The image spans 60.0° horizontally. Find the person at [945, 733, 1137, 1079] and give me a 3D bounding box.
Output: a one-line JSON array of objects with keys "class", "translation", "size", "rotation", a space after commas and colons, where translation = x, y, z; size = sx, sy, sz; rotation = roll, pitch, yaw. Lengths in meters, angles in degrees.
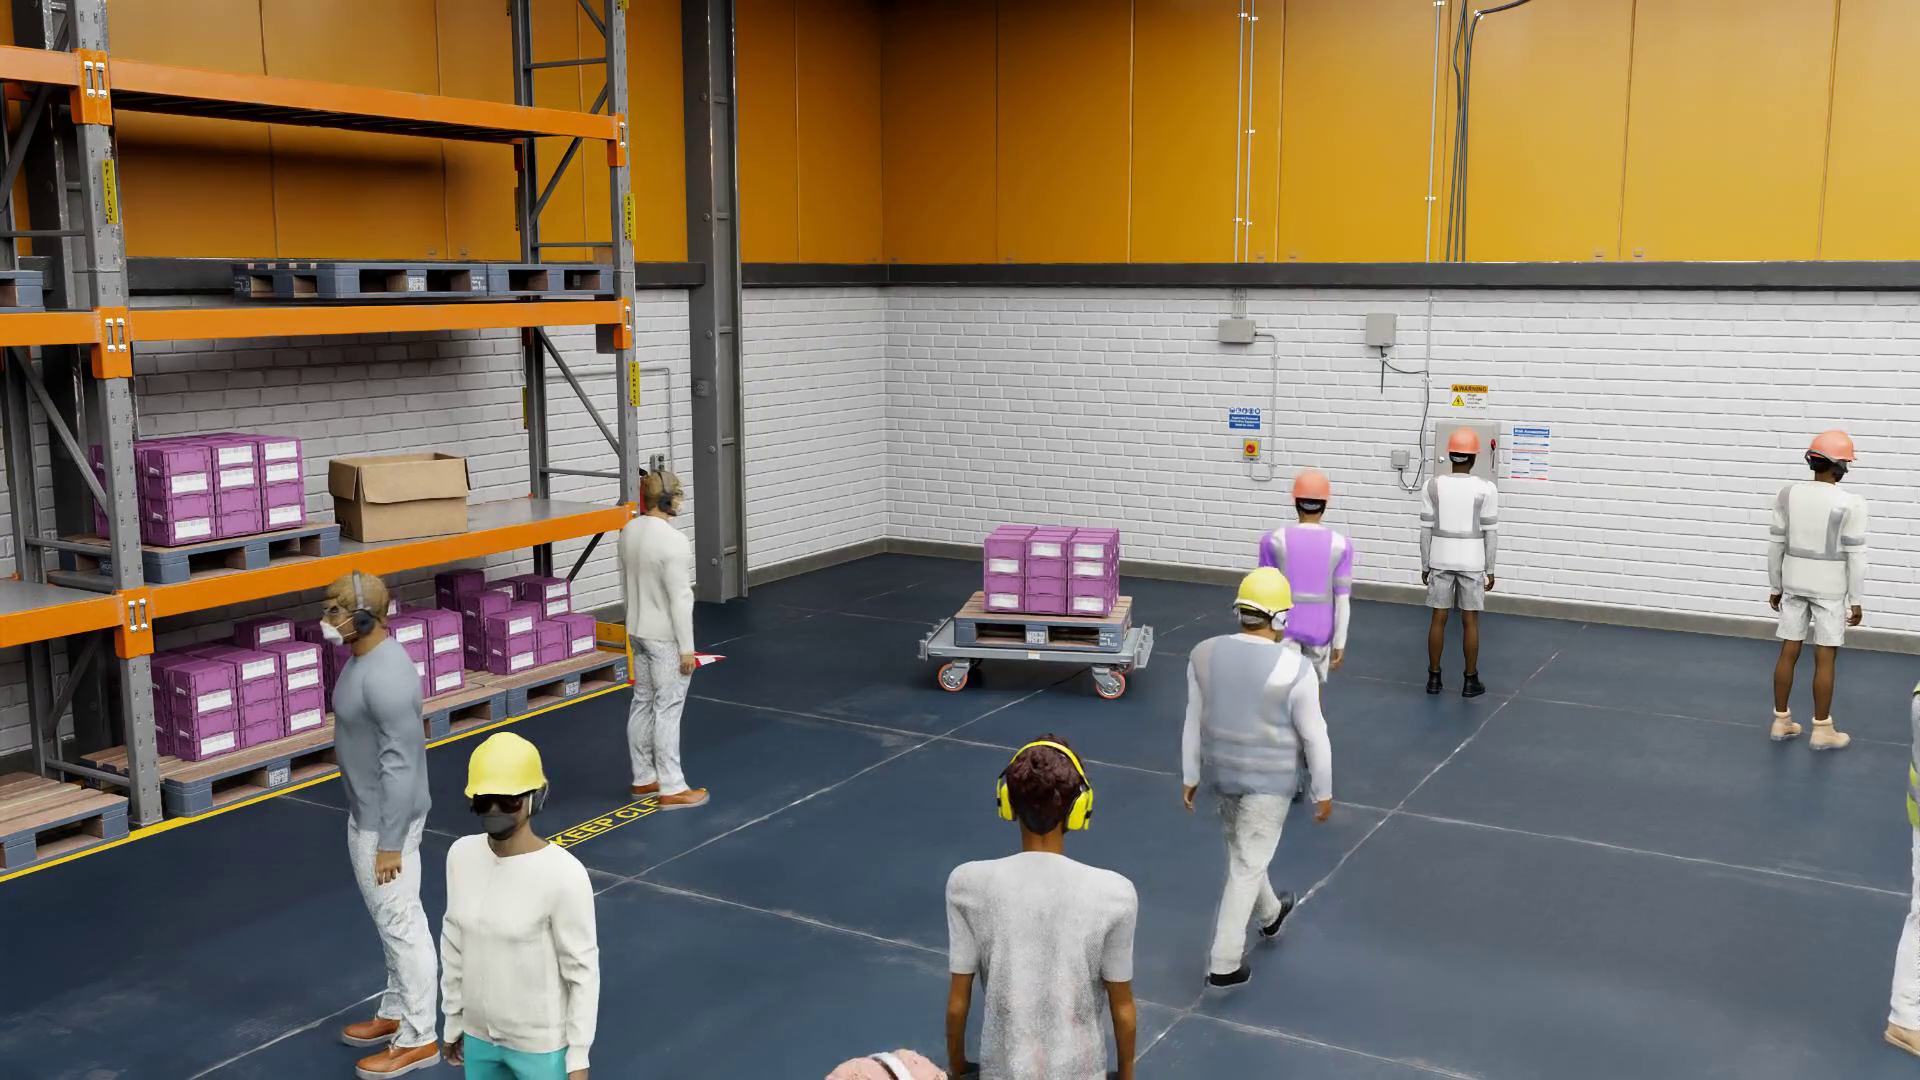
[{"class": "person", "translation": [0.208, 1.419, 4.294], "size": [0.517, 1.873, 0.334], "rotation": [2, 9, 10]}]

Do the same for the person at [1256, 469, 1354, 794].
[{"class": "person", "translation": [2.019, 0.527, 9.818], "size": [0.560, 1.897, 0.986], "rotation": [1, 9, 5]}]

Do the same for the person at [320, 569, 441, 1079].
[{"class": "person", "translation": [-2.194, 1.062, 6.315], "size": [0.354, 1.936, 0.635], "rotation": [-5, 10, -26]}]

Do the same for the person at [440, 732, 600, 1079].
[{"class": "person", "translation": [-1.255, 1.403, 4.706], "size": [0.533, 1.772, 0.296], "rotation": [5, 10, 27]}]

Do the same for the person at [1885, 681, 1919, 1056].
[{"class": "person", "translation": [3.897, 1.101, 6.418], "size": [0.627, 1.834, 0.432], "rotation": [-5, 10, -28]}]

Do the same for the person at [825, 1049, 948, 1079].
[{"class": "person", "translation": [-0.138, 1.695, 2.610], "size": [0.978, 1.854, 0.679], "rotation": [-6, 11, -32]}]

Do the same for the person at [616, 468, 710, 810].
[{"class": "person", "translation": [-1.704, 0.558, 9.453], "size": [0.360, 1.938, 0.633], "rotation": [-8, 12, -41]}]

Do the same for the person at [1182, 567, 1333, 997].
[{"class": "person", "translation": [1.323, 0.998, 7.170], "size": [0.624, 1.780, 0.923], "rotation": [8, 12, 40]}]

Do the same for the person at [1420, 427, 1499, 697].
[{"class": "person", "translation": [3.572, 0.162, 11.932], "size": [0.545, 1.938, 0.359], "rotation": [4, 10, 26]}]

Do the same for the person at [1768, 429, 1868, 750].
[{"class": "person", "translation": [5.505, 0.310, 10.675], "size": [0.394, 2.042, 0.611], "rotation": [-6, 11, -33]}]
